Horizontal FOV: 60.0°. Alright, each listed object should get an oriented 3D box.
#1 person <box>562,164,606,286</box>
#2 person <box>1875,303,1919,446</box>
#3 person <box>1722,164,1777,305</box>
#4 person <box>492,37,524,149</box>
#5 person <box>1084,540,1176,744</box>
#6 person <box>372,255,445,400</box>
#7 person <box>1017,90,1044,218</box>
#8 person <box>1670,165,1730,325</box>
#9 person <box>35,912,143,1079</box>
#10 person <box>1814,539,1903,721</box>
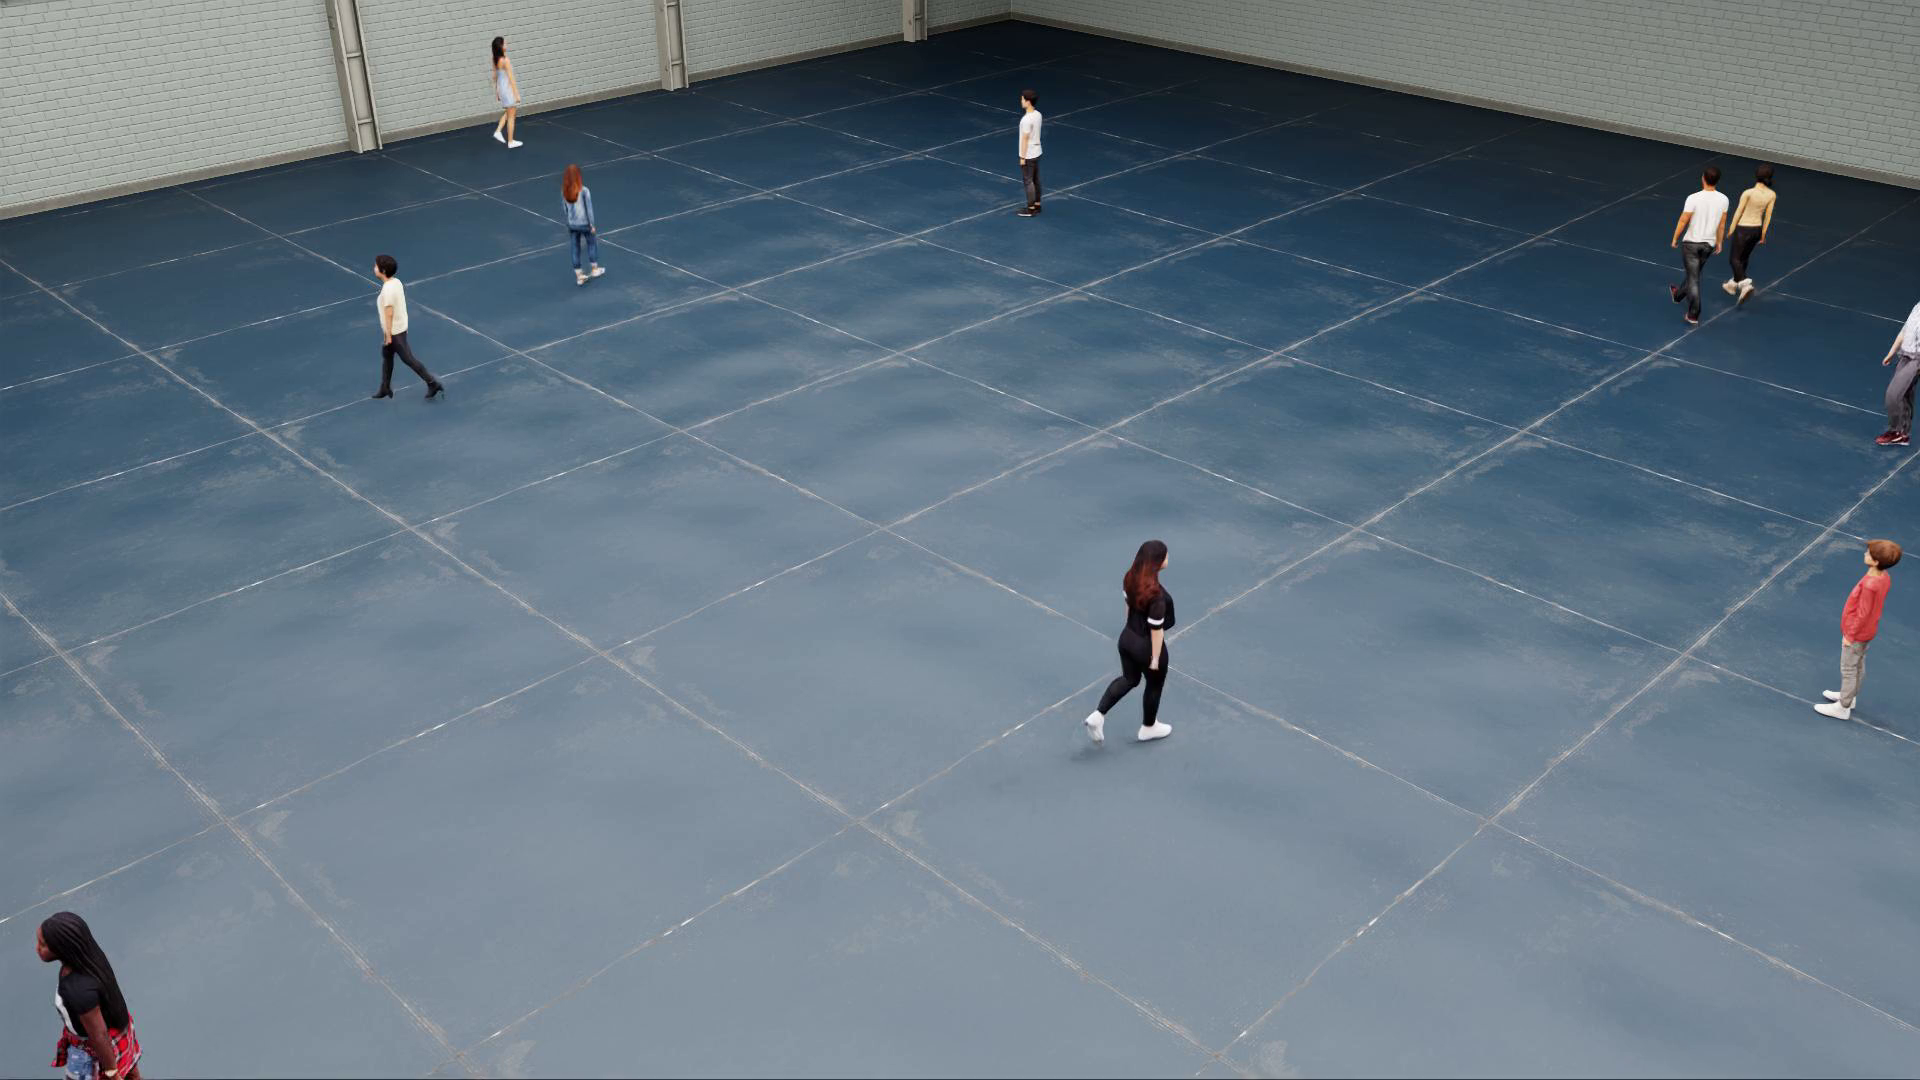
[{"bbox_3d":[-4.694,-3.840,20.354,0.777,1.464,0.868,8,29,14],"label":"person"},{"bbox_3d":[9.303,-1.712,16.086,0.814,1.720,0.750,1,28,2],"label":"person"},{"bbox_3d":[9.392,-3.631,19.769,1.006,1.645,1.017,-2,28,-4],"label":"person"},{"bbox_3d":[-7.144,-6.952,25.926,0.572,1.720,0.715,25,37,38],"label":"person"},{"bbox_3d":[1.204,0.744,11.581,1.014,1.620,0.753,-15,31,-26],"label":"person"},{"bbox_3d":[-5.713,-2.137,17.063,1.067,1.552,0.951,-3,28,-6],"label":"person"},{"bbox_3d":[0.986,-5.332,22.887,0.738,1.717,0.567,13,31,24],"label":"person"},{"bbox_3d":[8.538,-3.364,19.145,1.155,1.760,1.197,-1,28,-2],"label":"person"},{"bbox_3d":[-4.106,2.509,8.169,0.731,1.712,0.713,-12,30,-21],"label":"person"},{"bbox_3d":[6.510,0.634,12.004,0.573,1.416,0.406,24,36,38],"label":"person"}]
